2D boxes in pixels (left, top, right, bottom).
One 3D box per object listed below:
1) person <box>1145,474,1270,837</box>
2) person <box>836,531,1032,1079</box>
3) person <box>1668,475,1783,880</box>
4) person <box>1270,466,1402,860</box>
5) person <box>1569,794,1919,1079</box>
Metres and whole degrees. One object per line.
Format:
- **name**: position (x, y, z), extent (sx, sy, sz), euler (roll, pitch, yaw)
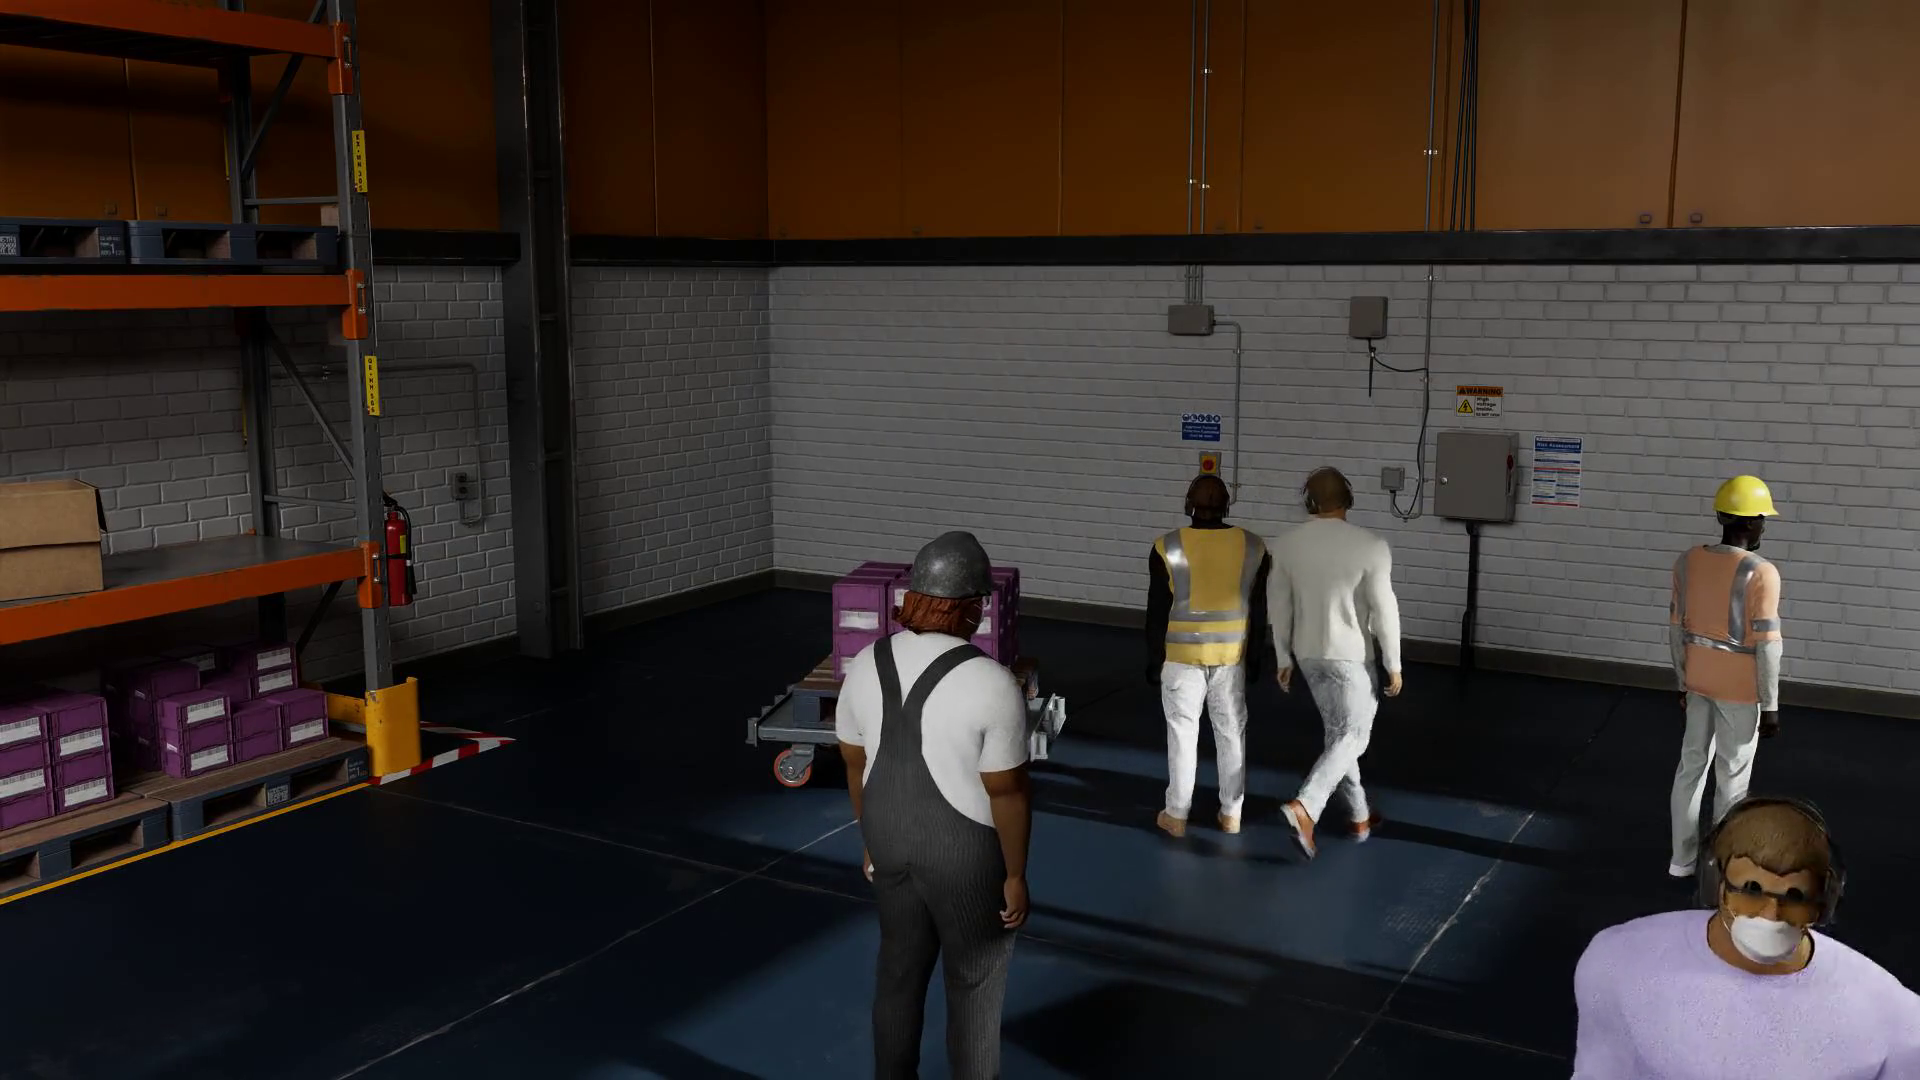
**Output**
- **person**: position (1.232, 0.582, 8.408), extent (0.634, 1.842, 0.429), euler (-1, 9, -8)
- **person**: position (-0.023, 0.973, 5.350), extent (0.687, 2.000, 0.535), euler (7, 11, 36)
- **person**: position (3.516, 0.663, 7.630), extent (0.371, 1.929, 0.584), euler (-4, 10, -21)
- **person**: position (1.795, 0.594, 8.174), extent (0.688, 1.890, 0.861), euler (9, 12, 43)
- **person**: position (1.414, 1.402, 3.047), extent (0.652, 1.912, 0.768), euler (5, 10, 28)
